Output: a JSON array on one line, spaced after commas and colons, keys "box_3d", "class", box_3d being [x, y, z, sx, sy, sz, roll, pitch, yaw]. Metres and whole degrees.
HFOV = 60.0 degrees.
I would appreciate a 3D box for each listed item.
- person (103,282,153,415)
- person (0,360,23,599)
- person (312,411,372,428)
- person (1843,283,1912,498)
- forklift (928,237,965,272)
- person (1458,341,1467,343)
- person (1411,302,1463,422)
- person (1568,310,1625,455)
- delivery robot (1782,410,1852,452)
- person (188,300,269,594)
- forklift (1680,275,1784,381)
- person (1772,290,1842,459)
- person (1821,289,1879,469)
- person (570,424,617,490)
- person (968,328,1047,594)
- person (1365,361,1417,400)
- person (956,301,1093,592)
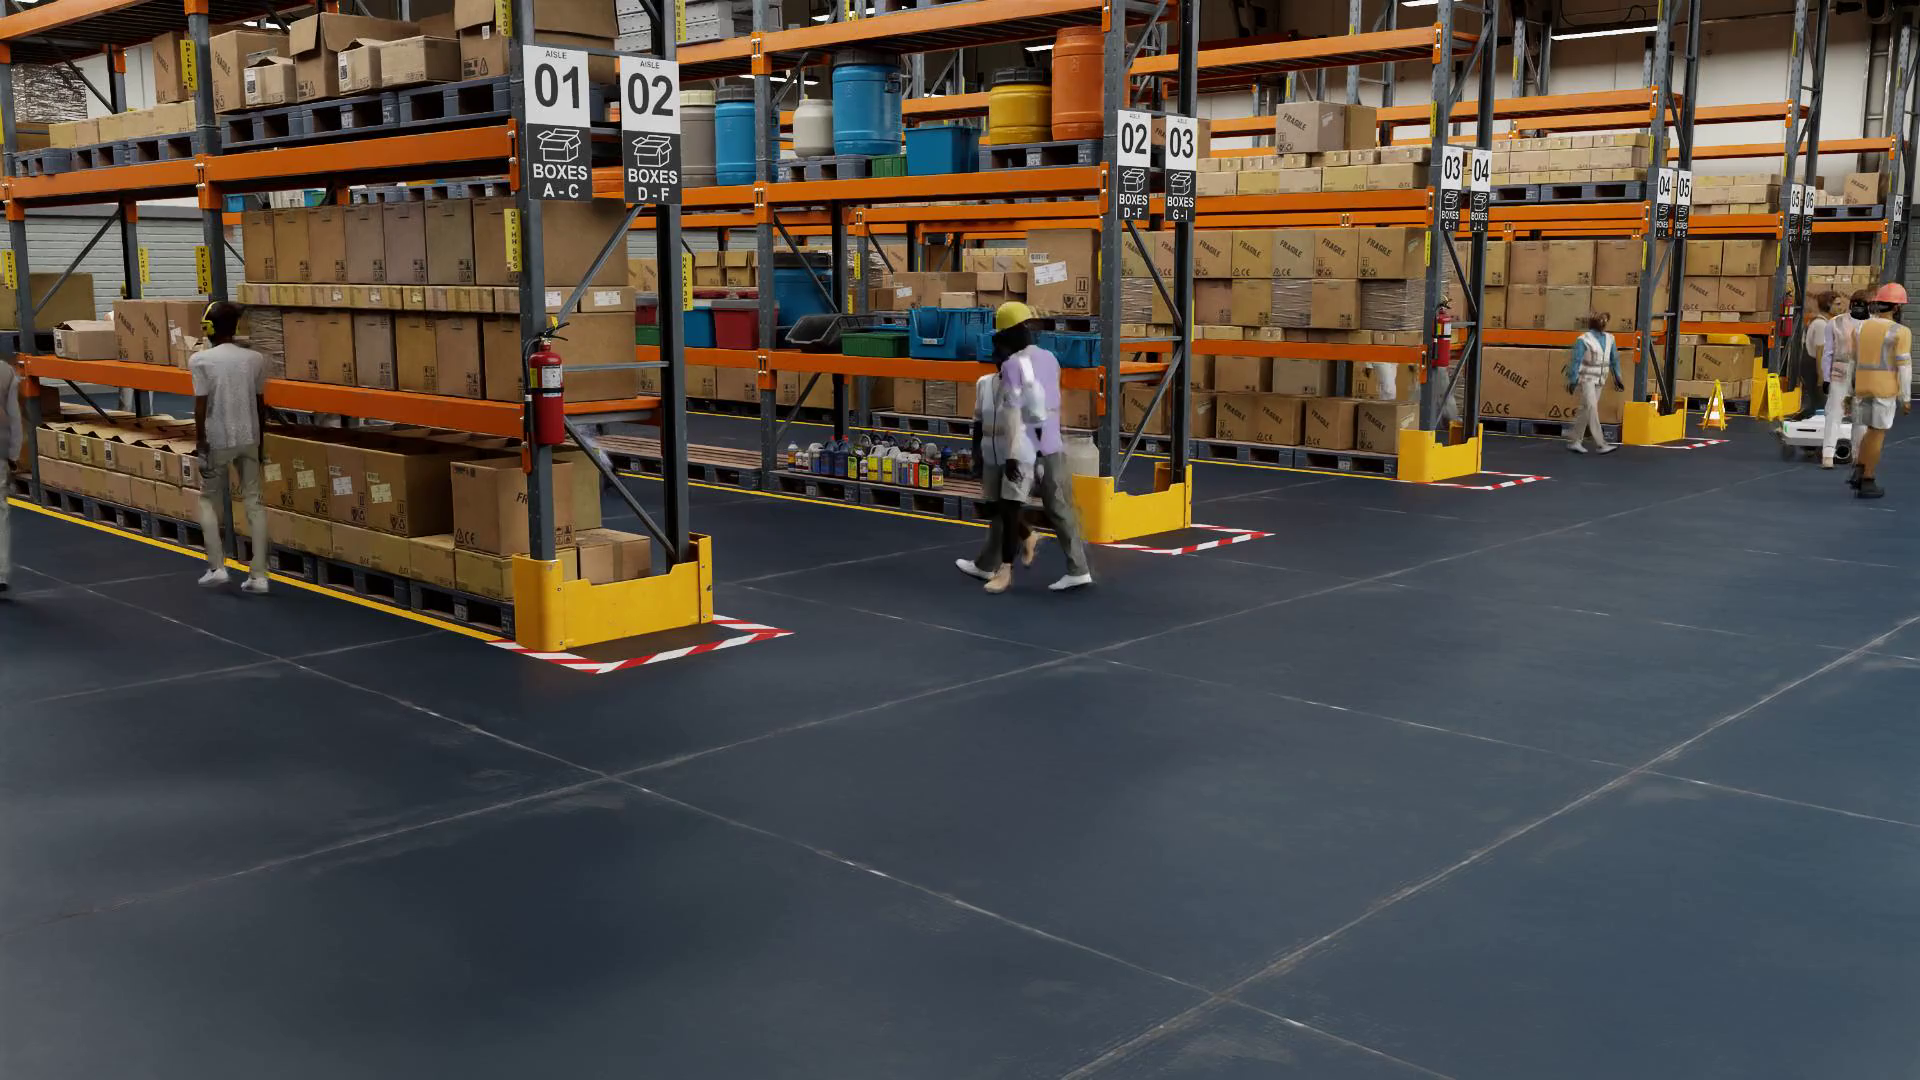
[{"box_3d": [-9.090, -1.895, 18.341, 0.364, 1.929, 0.585, 8, 12, 41], "class": "person"}, {"box_3d": [-6.235, -0.545, 10.432, 0.778, 1.801, 0.629, 8, 12, 40], "class": "person"}, {"box_3d": [-5.100, -1.005, 13.835, 0.533, 1.616, 0.517, 8, 12, 39], "class": "person"}, {"box_3d": [8.285, -1.342, 14.968, 0.420, 1.920, 0.579, -4, 10, -22], "class": "person"}, {"box_3d": [-0.326, -5.817, 39.609, 1.129, 2.768, 1.873, 9, 13, 43], "class": "forklift"}, {"box_3d": [8.548, -3.526, 28.458, 0.949, 1.898, 0.552, 7, 12, 39], "class": "person"}, {"box_3d": [5.918, -2.167, 20.427, 0.897, 1.789, 0.619, 7, 12, 38], "class": "person"}, {"box_3d": [7.021, -1.725, 18.315, 0.524, 1.593, 0.843, -5, 10, -27], "class": "person"}, {"box_3d": [9.230, -1.158, 17.872, 0.707, 0.478, 0.477, 4, 10, 26], "class": "delivery robot"}, {"box_3d": [-4.658, -0.592, 10.591, 0.692, 1.848, 0.495, 9, 13, 44], "class": "person"}, {"box_3d": [12.480, -3.427, 27.053, 1.214, 2.155, 2.313, 9, 13, 43], "class": "forklift"}, {"box_3d": [9.244, -1.799, 18.087, 0.510, 1.828, 0.527, 5, 11, 28], "class": "person"}, {"box_3d": [9.185, -1.644, 17.085, 0.623, 1.840, 0.430, 3, 10, 16], "class": "person"}, {"box_3d": [-3.398, -1.309, 15.291, 0.692, 1.748, 0.523, 7, 11, 36], "class": "person"}, {"box_3d": [0.359, -0.530, 10.712, 0.531, 1.679, 0.656, 8, 12, 39], "class": "person"}, {"box_3d": [5.160, -2.112, 19.867, 0.611, 1.861, 0.628, -8, 12, -42], "class": "person"}, {"box_3d": [0.438, -0.597, 10.669, 1.010, 1.858, 0.659, 8, 12, 39], "class": "person"}]
